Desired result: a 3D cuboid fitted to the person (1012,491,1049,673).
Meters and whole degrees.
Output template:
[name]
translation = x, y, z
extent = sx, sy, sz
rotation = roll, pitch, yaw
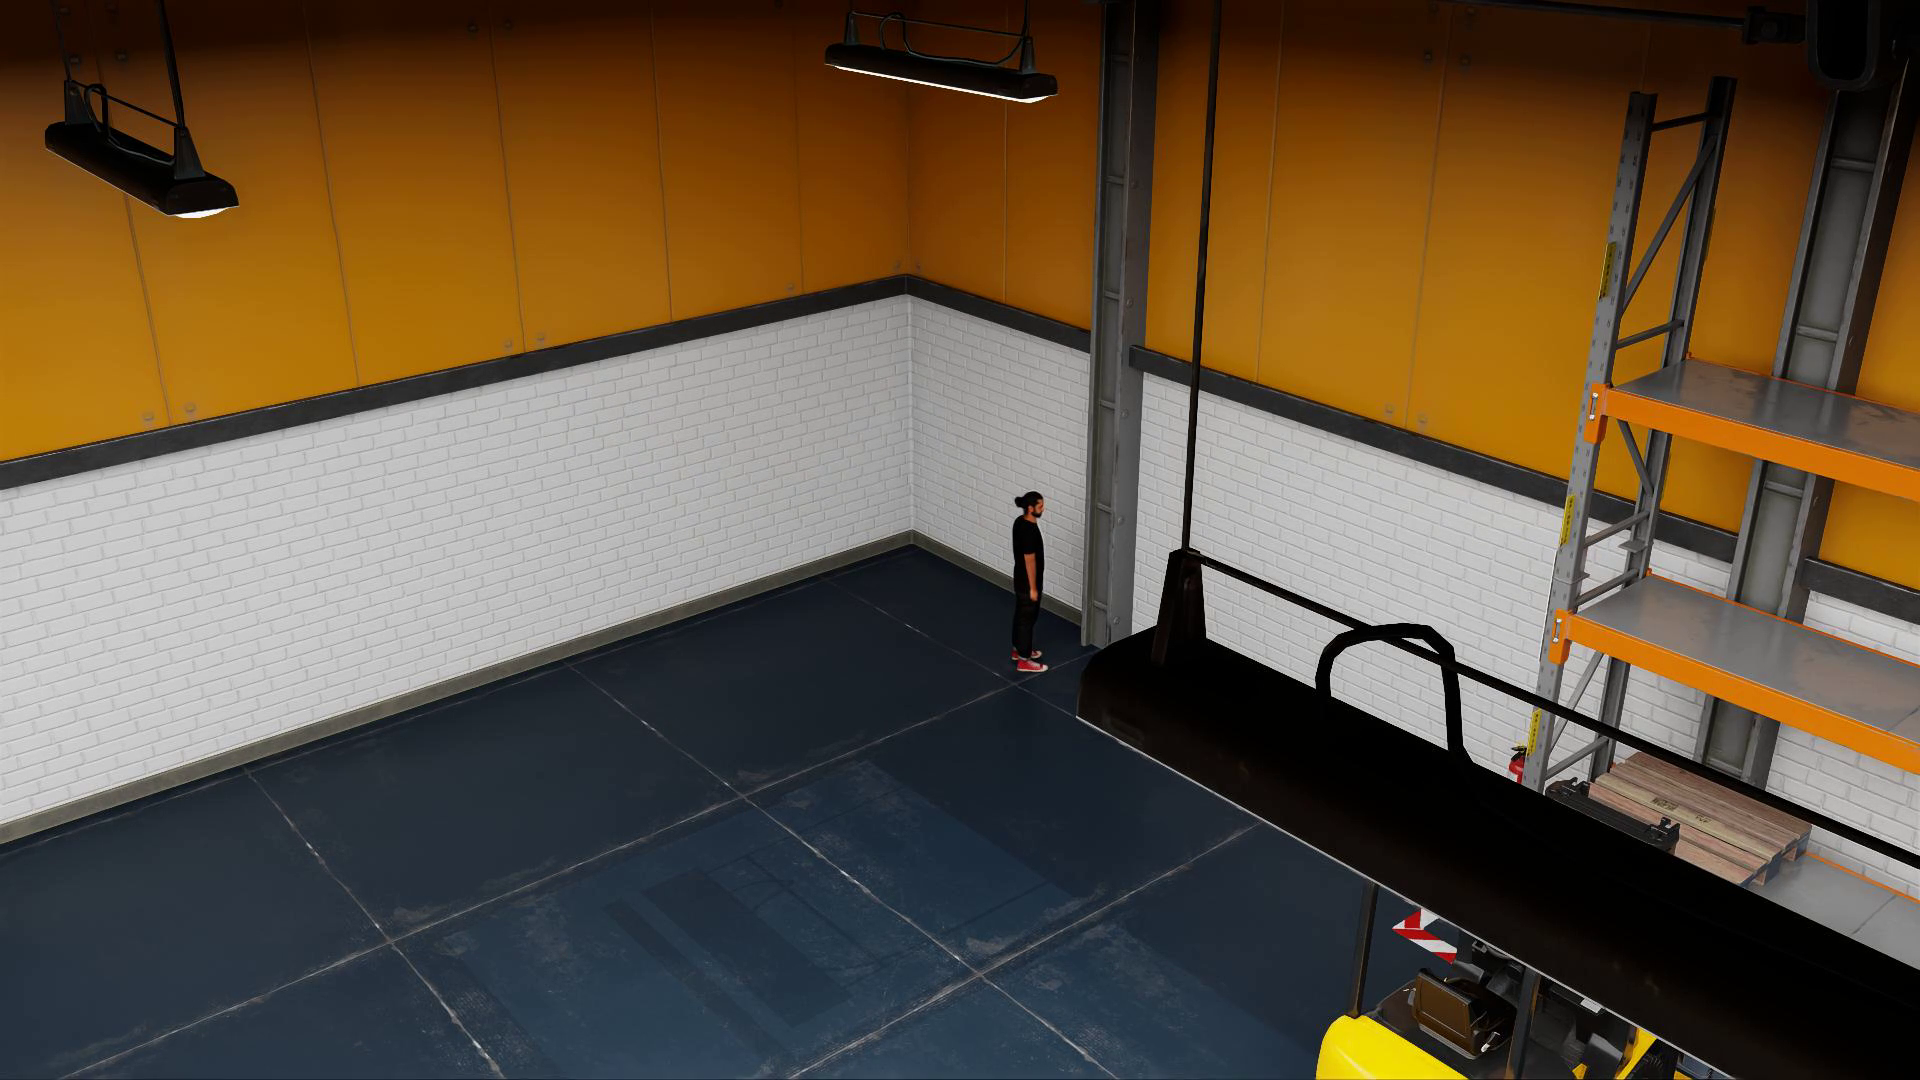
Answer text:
[person]
translation = 0.627, 0.373, 15.495
extent = 0.775, 1.755, 0.668
rotation = -3, 24, -8
